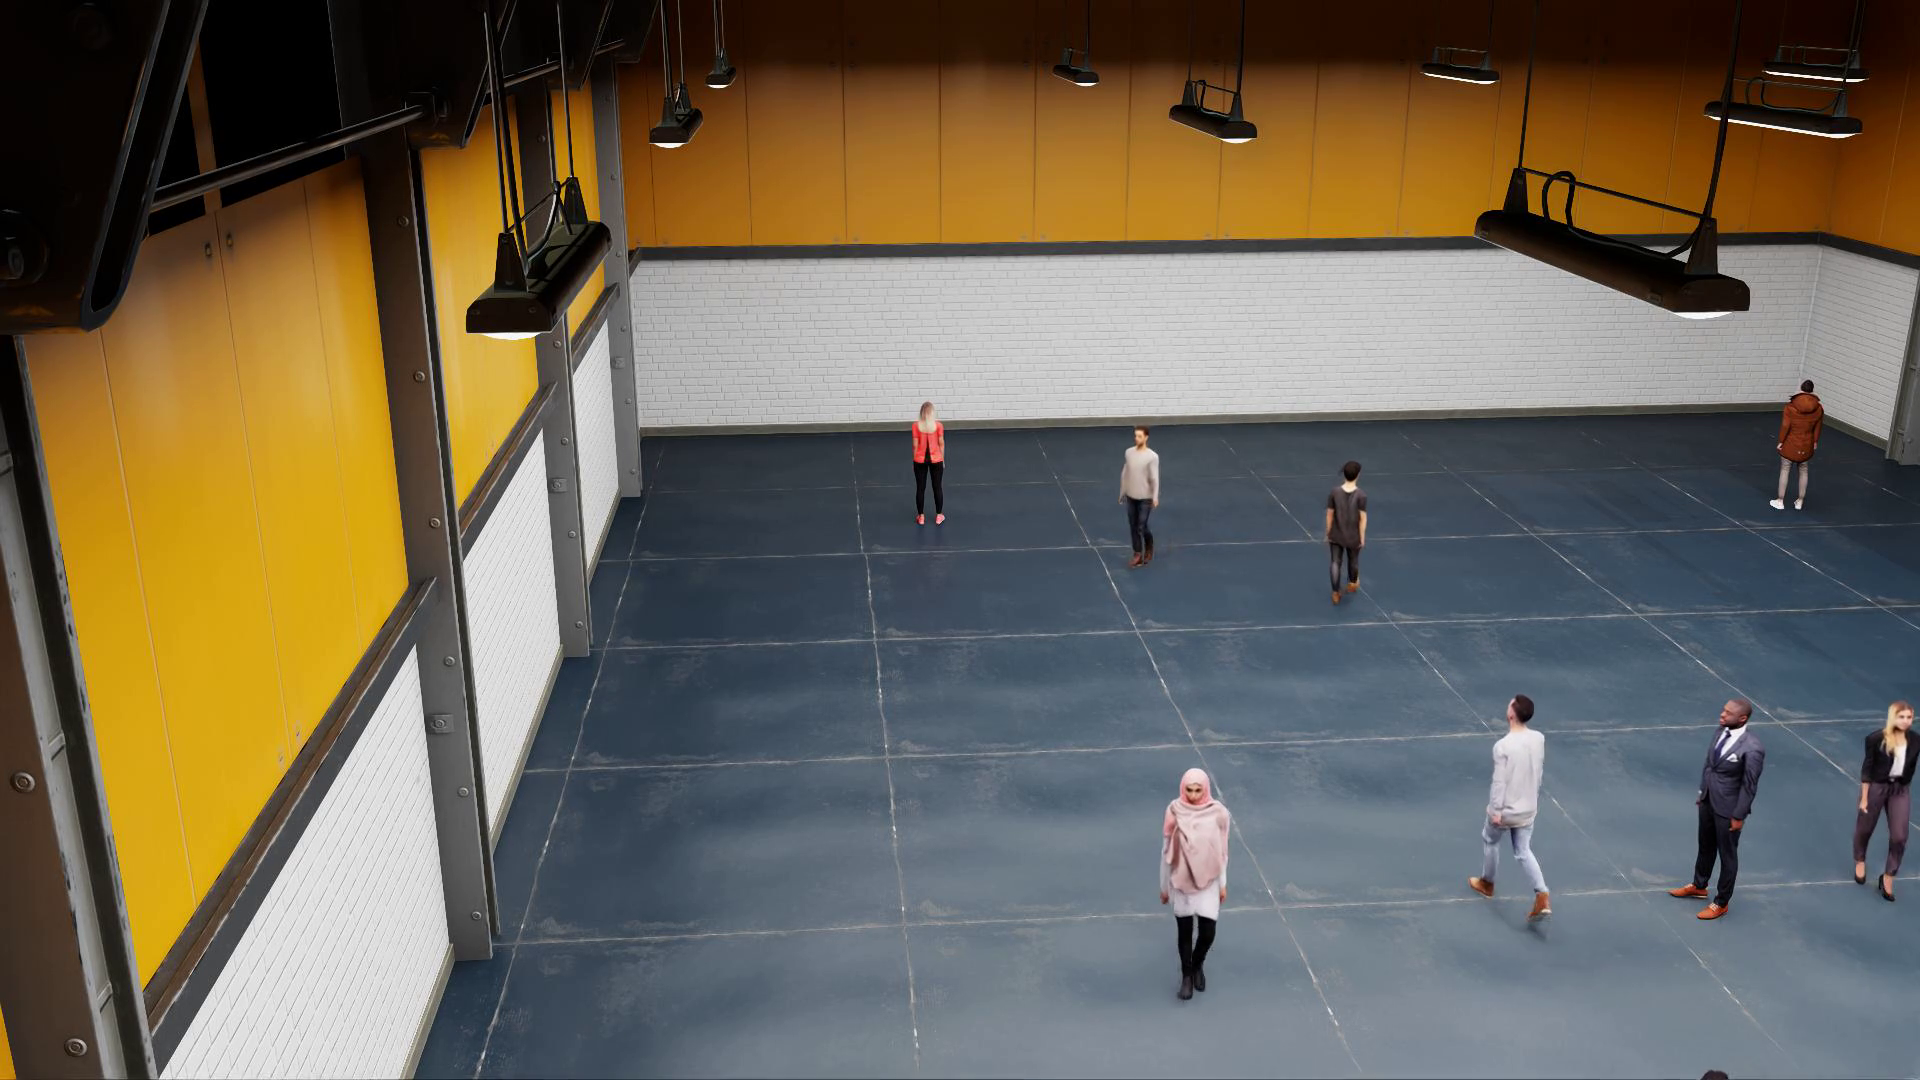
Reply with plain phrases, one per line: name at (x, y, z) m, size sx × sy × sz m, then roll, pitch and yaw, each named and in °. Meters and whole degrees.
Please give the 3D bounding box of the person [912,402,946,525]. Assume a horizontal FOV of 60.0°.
person at (-0.433, -1.052, 22.581) m, size 0.614 × 1.693 × 0.566 m, roll 1°, pitch 19°, yaw 2°

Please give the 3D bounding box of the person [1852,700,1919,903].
person at (7.431, 2.040, 13.458) m, size 0.700 × 1.655 × 0.809 m, roll 3°, pitch 19°, yaw 10°

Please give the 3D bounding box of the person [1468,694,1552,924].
person at (4.382, 2.117, 12.989) m, size 0.919 × 1.809 × 1.221 m, roll -7°, pitch 20°, yaw -20°

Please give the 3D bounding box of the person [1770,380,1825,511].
person at (11.678, -1.330, 23.178) m, size 0.759 × 1.838 × 0.762 m, roll 2°, pitch 19°, yaw 5°

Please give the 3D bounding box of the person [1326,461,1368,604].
person at (4.539, -0.065, 19.648) m, size 0.884 × 1.695 × 1.011 m, roll 8°, pitch 20°, yaw 23°

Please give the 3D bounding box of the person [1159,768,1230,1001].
person at (1.685, 2.446, 12.033) m, size 0.699 × 1.795 × 0.703 m, roll 2°, pitch 19°, yaw 6°

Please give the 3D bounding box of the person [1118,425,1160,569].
person at (2.292, -0.562, 20.869) m, size 0.783 × 1.858 × 0.838 m, roll 14°, pitch 23°, yaw 35°

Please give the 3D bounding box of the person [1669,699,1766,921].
person at (6.010, 2.077, 13.085) m, size 0.765 × 1.824 × 0.562 m, roll -3°, pitch 19°, yaw -9°
